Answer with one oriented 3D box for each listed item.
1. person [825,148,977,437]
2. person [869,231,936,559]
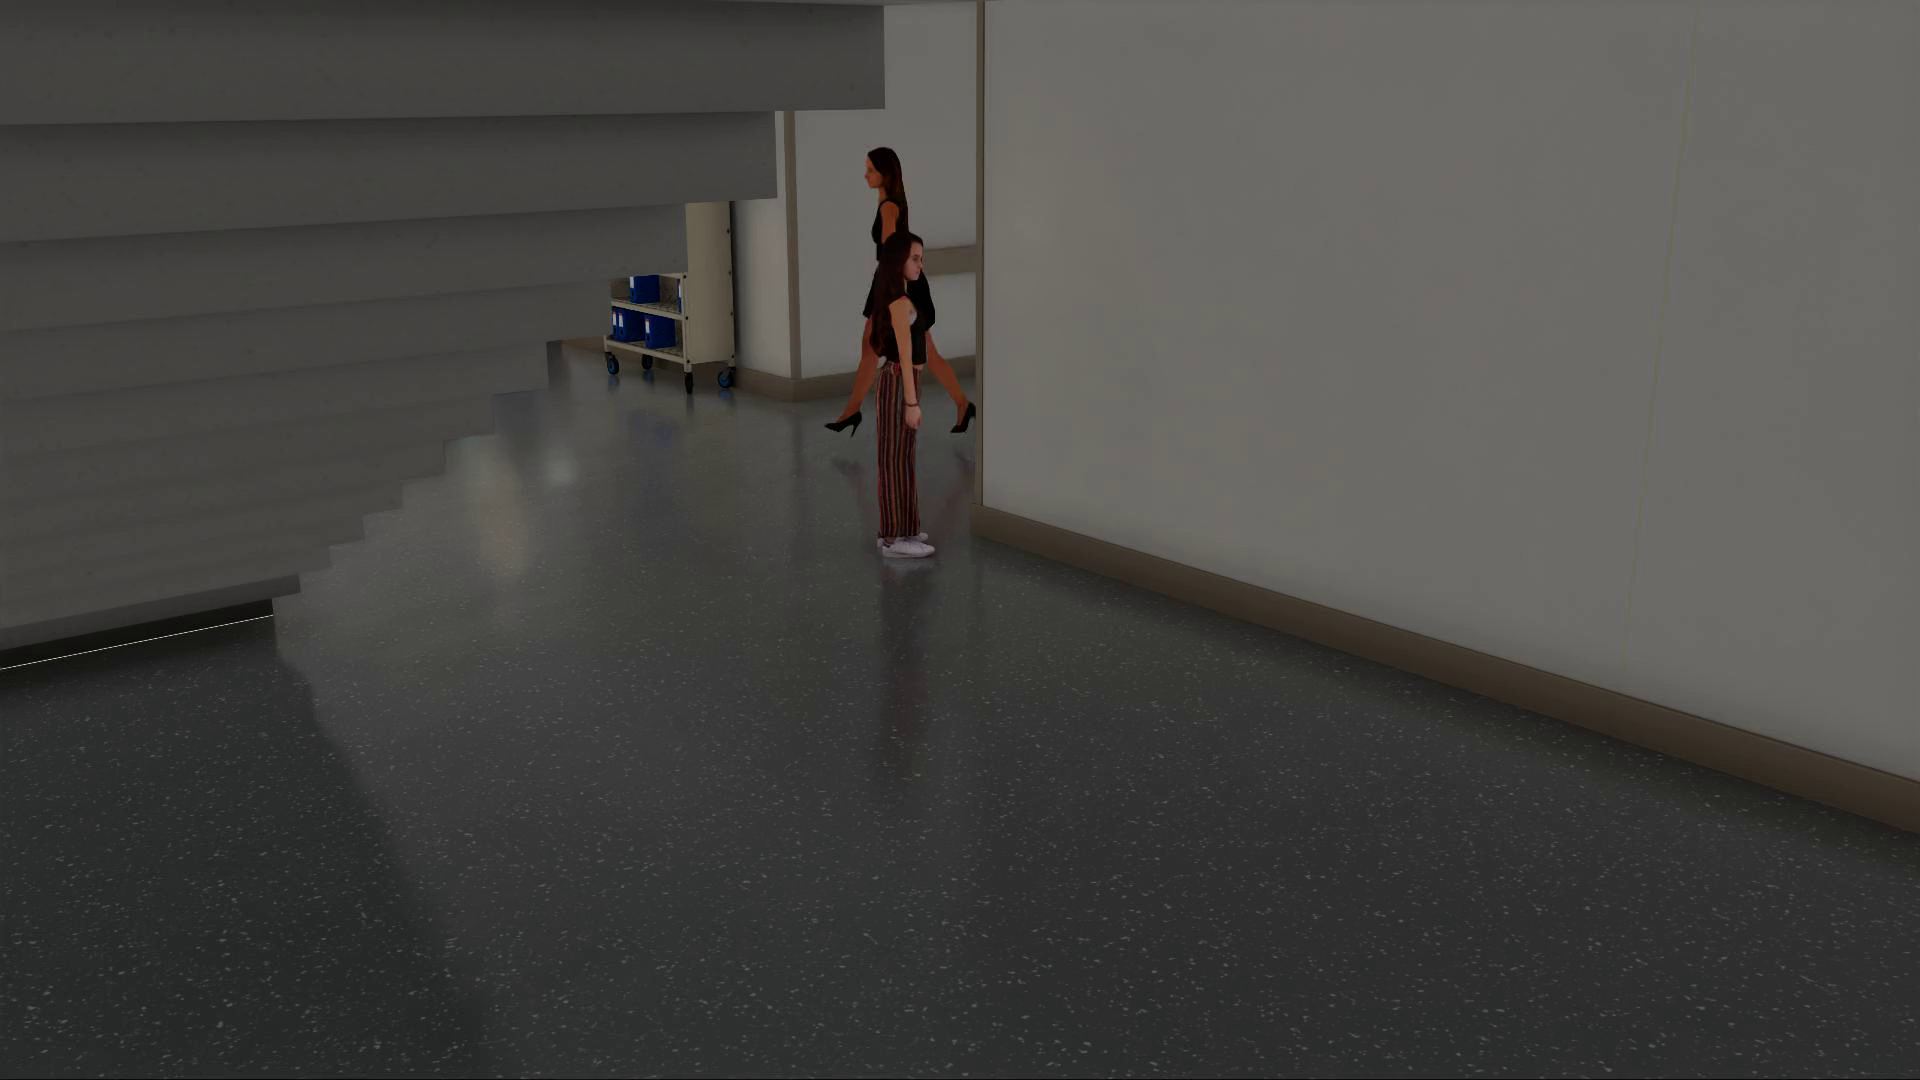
[{"bbox_3d":[-0.270,-1.459,10.278,1.134,1.773,1.194,0,16,1],"label":"person"},{"bbox_3d":[-0.296,-0.709,8.009,0.711,1.560,0.625,-1,16,-4],"label":"person"}]
